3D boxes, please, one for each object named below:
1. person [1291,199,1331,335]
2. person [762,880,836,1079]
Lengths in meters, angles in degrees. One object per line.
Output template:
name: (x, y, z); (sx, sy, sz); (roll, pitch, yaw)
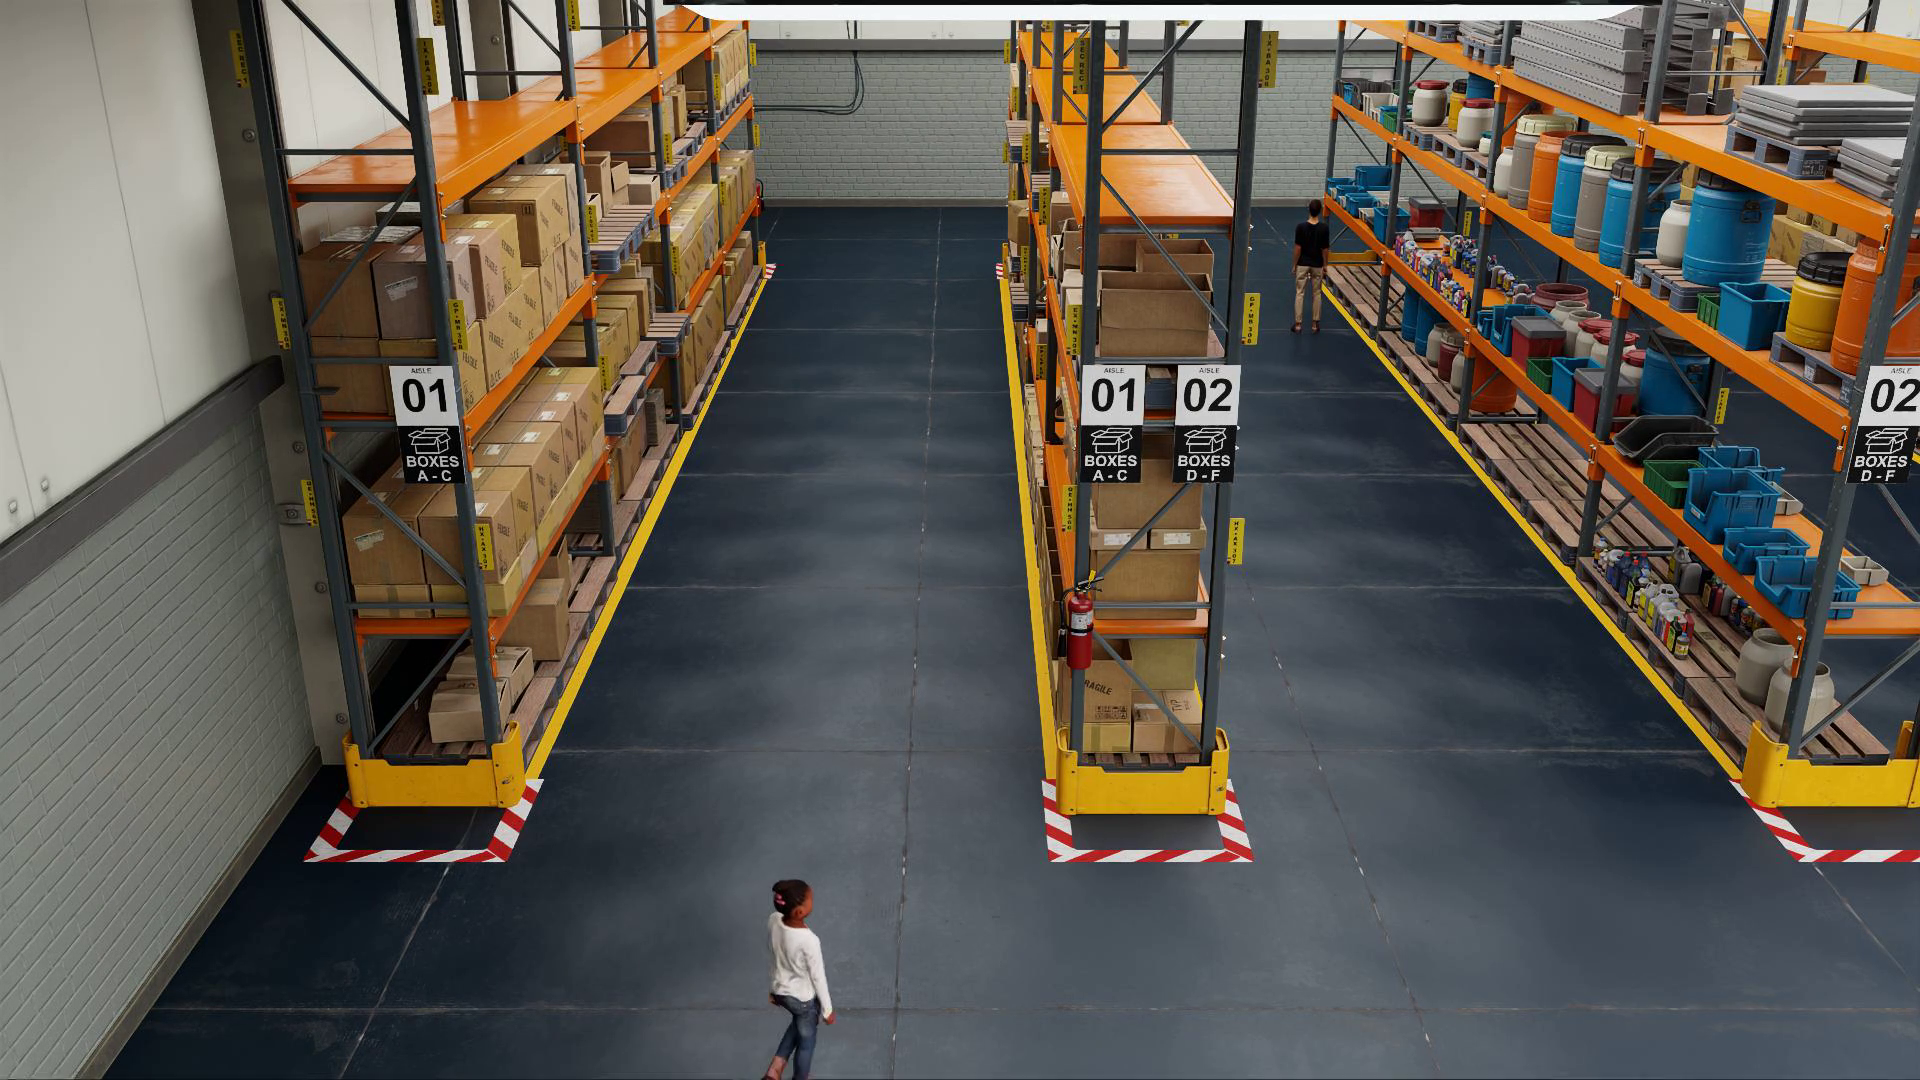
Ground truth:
person: (4.840, -3.777, 22.971); (0.641, 1.859, 0.531); (1, 22, 4)
person: (-0.883, 2.355, 8.529); (0.752, 1.443, 0.696); (-18, 28, -37)
